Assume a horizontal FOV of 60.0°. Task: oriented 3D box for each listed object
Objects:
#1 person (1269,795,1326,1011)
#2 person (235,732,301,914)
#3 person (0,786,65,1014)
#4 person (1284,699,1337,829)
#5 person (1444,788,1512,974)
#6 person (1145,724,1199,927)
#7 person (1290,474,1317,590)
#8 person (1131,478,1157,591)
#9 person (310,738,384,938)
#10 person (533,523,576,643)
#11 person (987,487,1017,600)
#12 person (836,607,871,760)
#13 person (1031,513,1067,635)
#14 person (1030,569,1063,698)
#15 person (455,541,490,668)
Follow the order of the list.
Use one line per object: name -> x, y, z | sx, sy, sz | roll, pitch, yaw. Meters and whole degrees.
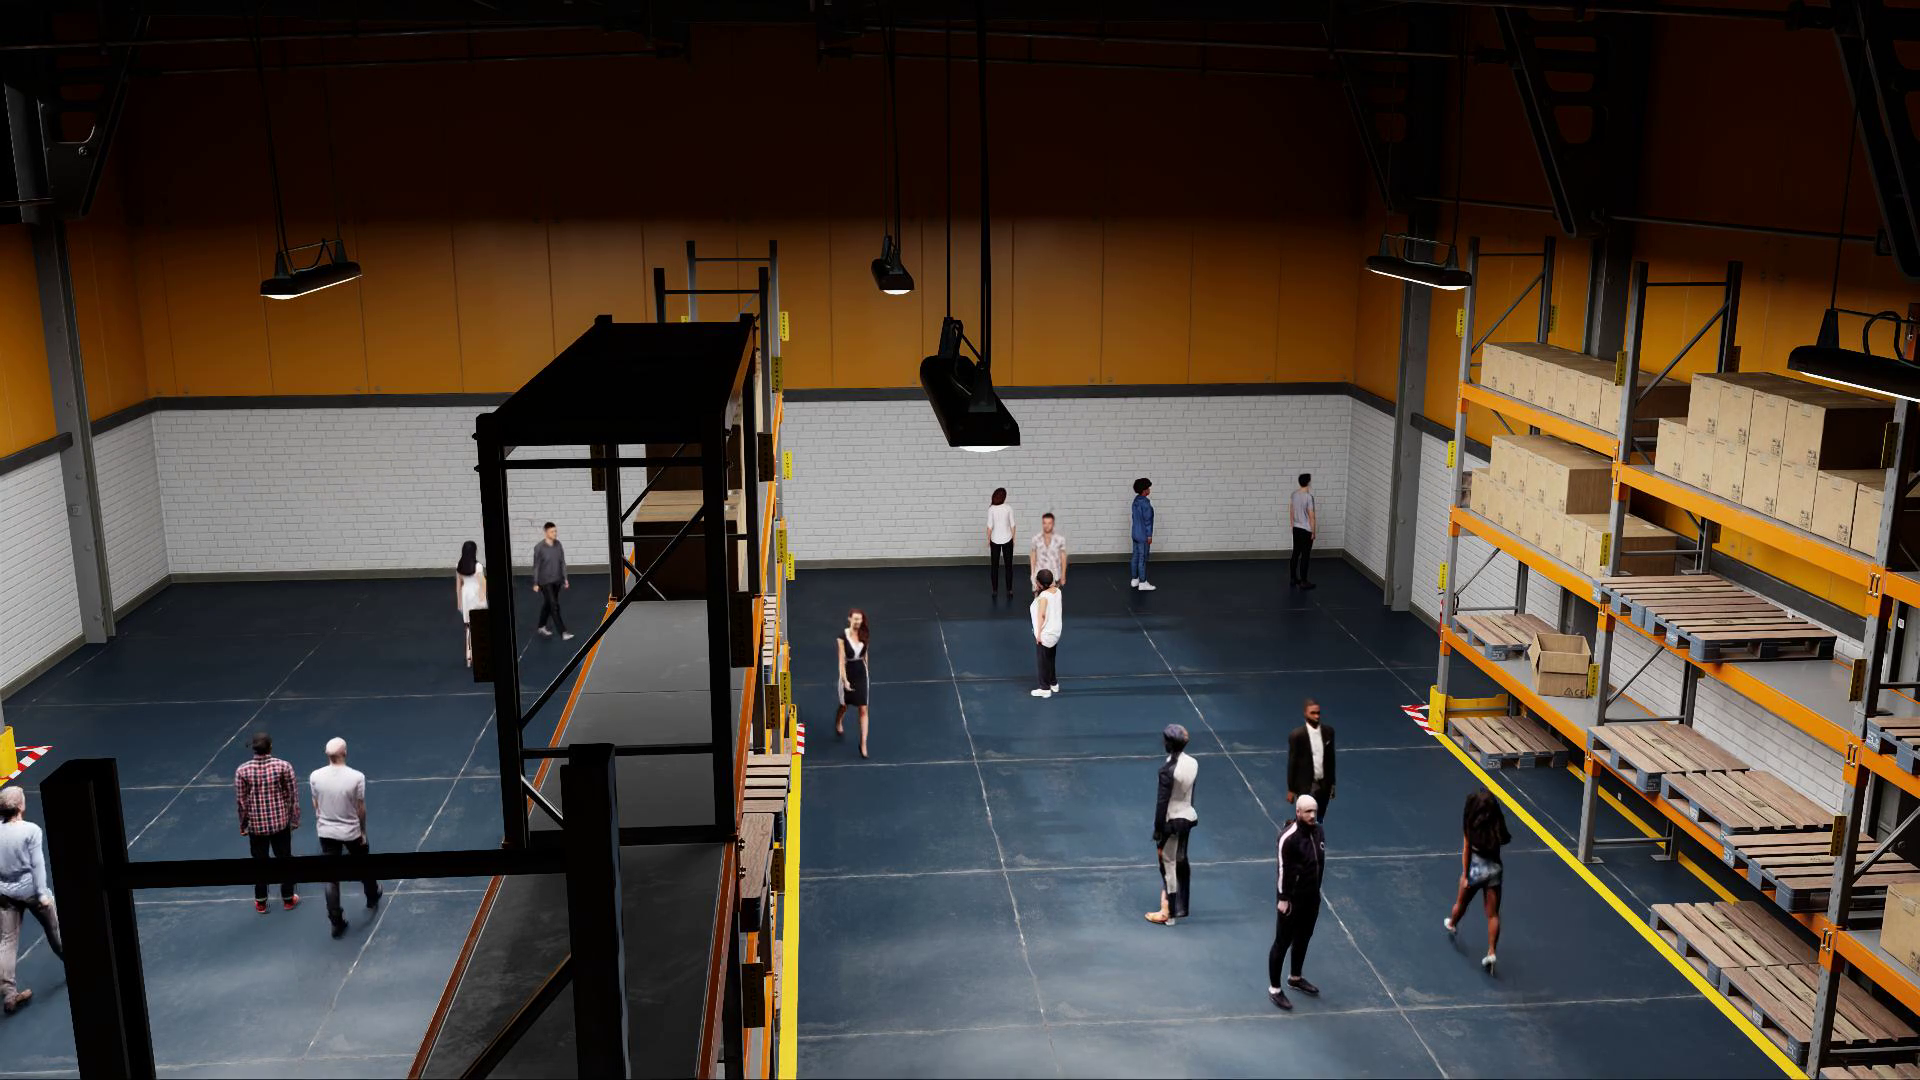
person -> 2.835, 2.993, 13.974 | 0.764, 1.833, 0.784 | -12, 18, -40
person -> -6.492, 2.635, 15.603 | 0.767, 1.763, 0.712 | -5, 14, -18
person -> -7.879, 3.016, 13.862 | 0.855, 1.843, 1.252 | 2, 14, 7
person -> 3.439, 2.417, 16.471 | 0.853, 1.779, 1.121 | -5, 14, -19
person -> 4.600, 2.994, 14.509 | 0.580, 1.581, 1.020 | -2, 14, -7
person -> 1.988, 2.621, 15.387 | 0.812, 1.893, 0.759 | 12, 18, 40
person -> 5.543, -0.157, 26.919 | 0.807, 1.864, 0.656 | -8, 16, -31
person -> 2.936, -0.111, 26.843 | 0.793, 1.811, 0.619 | -5, 15, -21
person -> -5.673, 2.725, 15.152 | 0.657, 1.800, 1.041 | -1, 14, -5
person -> -5.973, 0.613, 24.070 | 1.161, 1.708, 1.136 | 10, 17, 36
person -> 0.653, 0.049, 26.216 | 0.640, 1.795, 0.570 | 1, 14, 5
person -> -1.315, 1.653, 19.651 | 0.830, 1.767, 1.161 | -6, 15, -24
person -> 1.301, 0.476, 24.477 | 0.864, 1.783, 1.130 | 2, 14, 9
person -> 1.118, 1.195, 21.718 | 0.824, 1.684, 0.731 | 7, 15, 27
person -> -6.709, 0.906, 22.748 | 0.741, 1.762, 0.786 | 5, 14, 19
